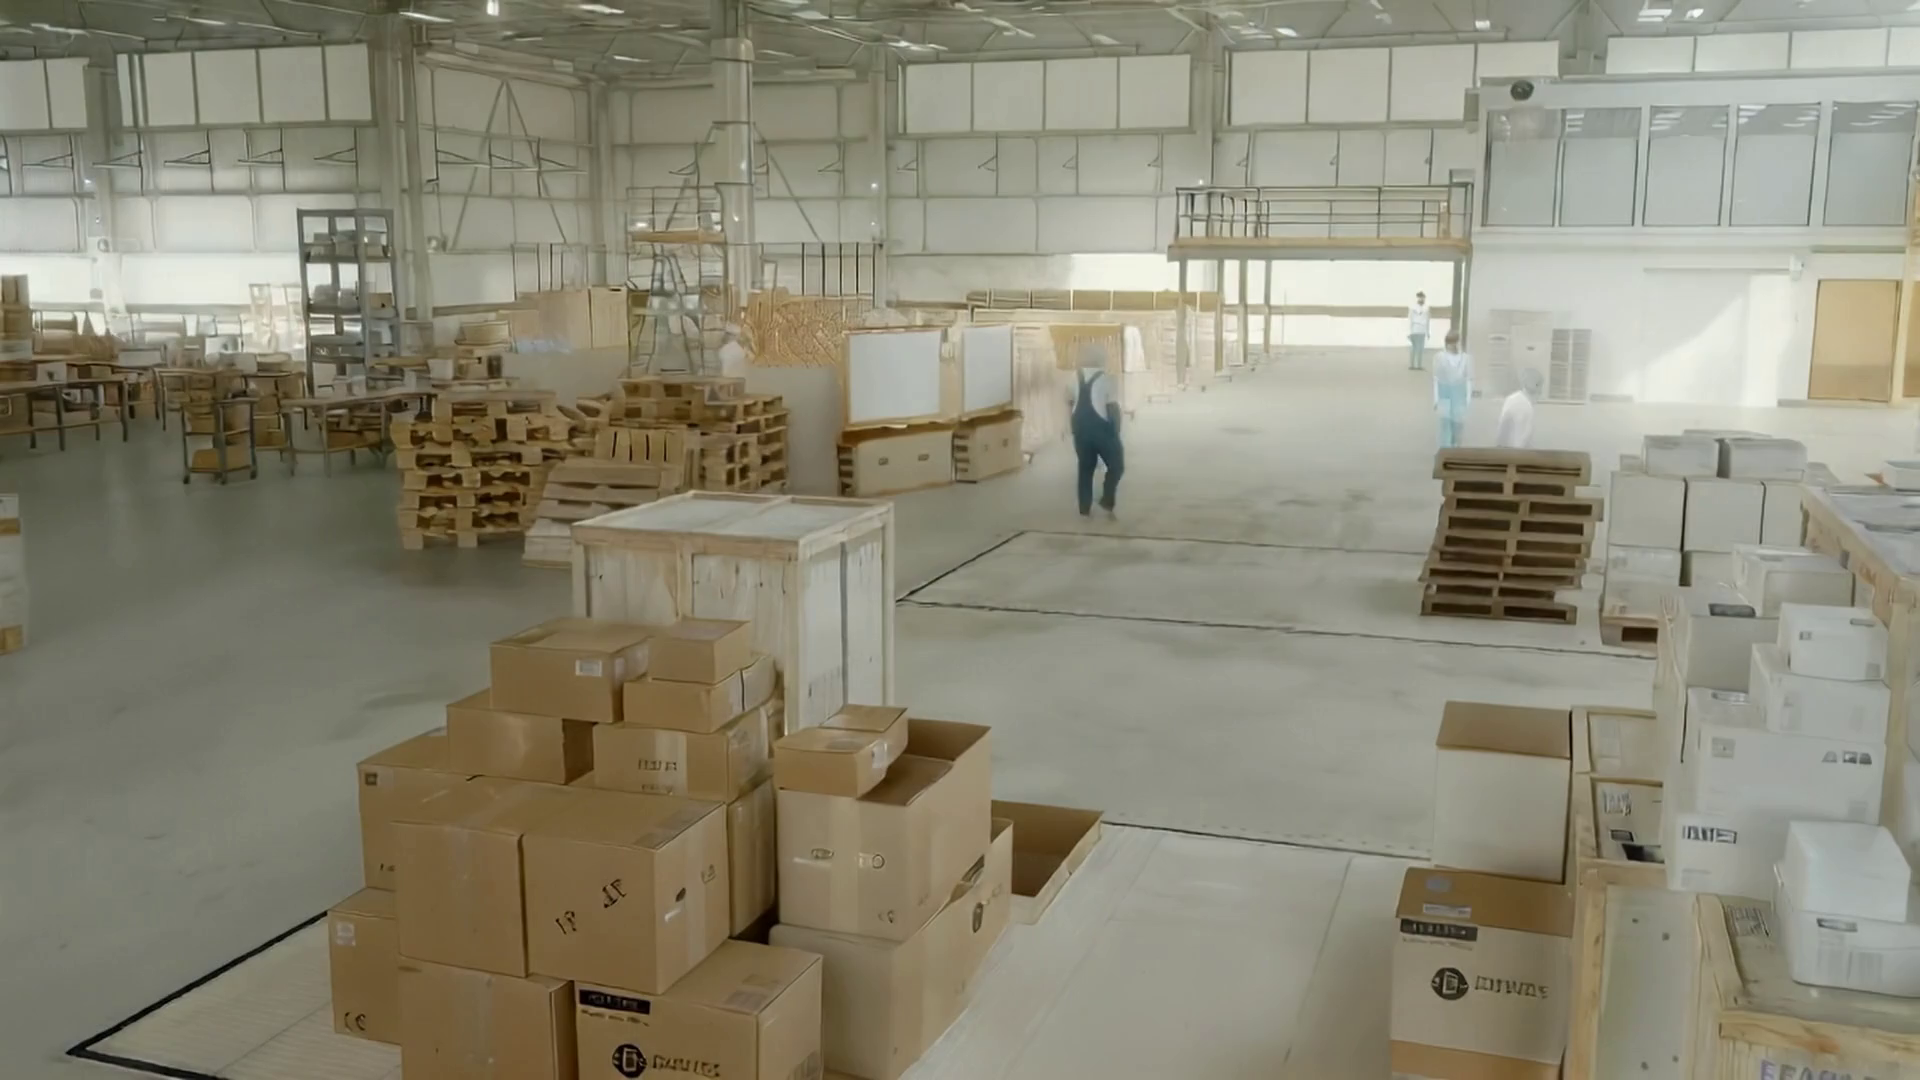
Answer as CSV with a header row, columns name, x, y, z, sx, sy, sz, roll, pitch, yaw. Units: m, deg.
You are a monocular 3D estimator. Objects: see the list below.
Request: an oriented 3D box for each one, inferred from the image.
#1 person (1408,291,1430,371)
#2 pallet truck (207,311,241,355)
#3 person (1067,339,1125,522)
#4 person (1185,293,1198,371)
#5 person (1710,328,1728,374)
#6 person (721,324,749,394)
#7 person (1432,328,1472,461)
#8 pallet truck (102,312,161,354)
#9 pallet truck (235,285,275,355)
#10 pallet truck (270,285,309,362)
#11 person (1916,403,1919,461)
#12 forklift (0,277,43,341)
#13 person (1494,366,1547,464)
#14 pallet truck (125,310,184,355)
name,x,y,z,sx,sy,sz,roll,pitch,yaw
person,11.053,-5.022,40.040,0.587,1.928,0.382,-4,11,-19
pallet truck,-19.537,-5.575,44.913,0.653,1.274,1.630,3,11,19
person,1.499,-1.201,18.202,0.688,2.000,0.536,8,13,39
person,5.511,-4.995,40.010,0.356,1.884,0.572,-3,10,-16
person,17.420,-4.620,37.961,0.389,1.856,0.521,1,10,4
person,-3.622,-2.597,26.854,0.552,1.750,0.365,6,12,32
person,6.840,-2.017,23.225,0.542,1.902,0.925,1,10,5
pallet truck,-23.057,-5.777,46.261,0.680,1.201,1.601,3,11,19
pallet truck,-18.327,-5.835,44.421,0.823,1.965,1.885,4,11,23
pallet truck,-17.147,-5.700,43.663,0.823,1.965,1.885,3,11,17
person,10.340,-1.060,17.478,0.618,2.024,0.819,0,10,1
forklift,-27.151,-6.329,46.328,1.157,1.987,2.680,3,11,17
person,5.224,-0.735,15.982,0.682,1.907,0.645,4,11,20
pallet truck,-22.038,-5.665,45.457,0.704,1.261,1.522,3,11,17
